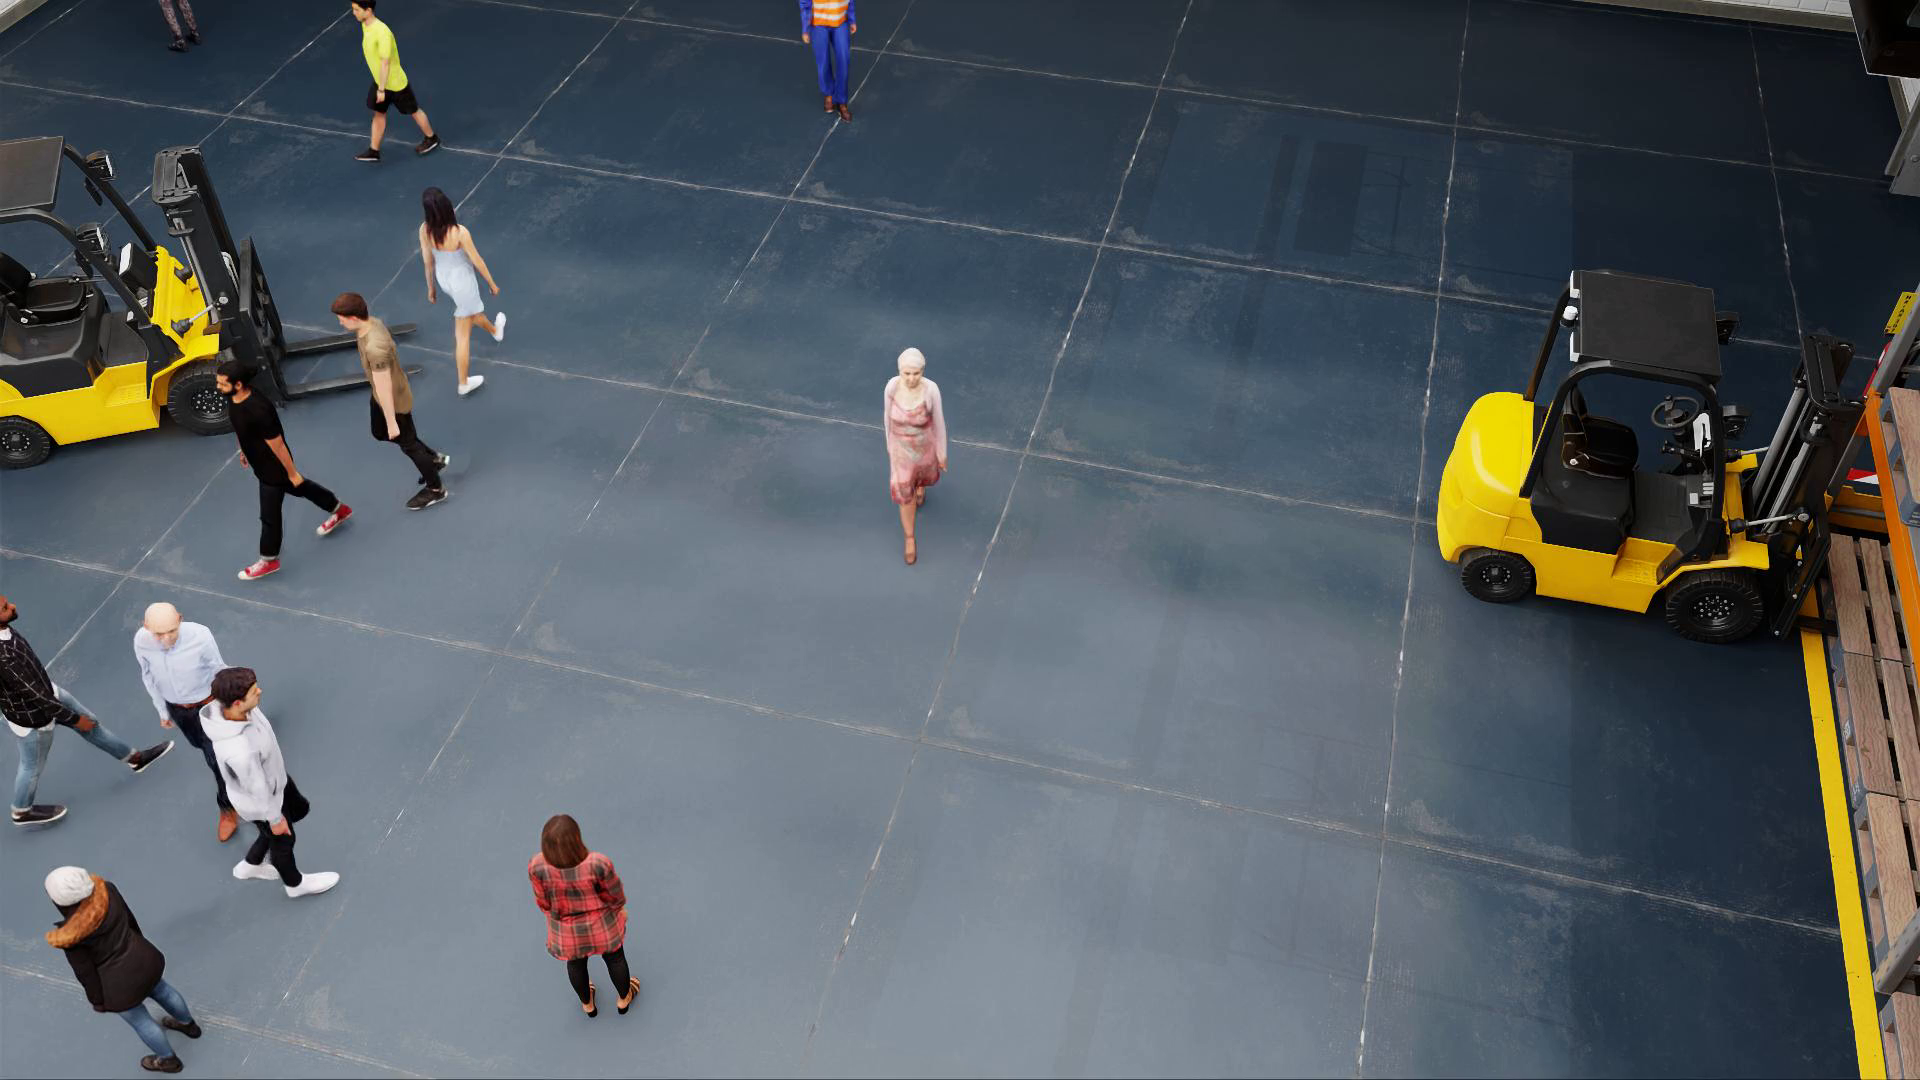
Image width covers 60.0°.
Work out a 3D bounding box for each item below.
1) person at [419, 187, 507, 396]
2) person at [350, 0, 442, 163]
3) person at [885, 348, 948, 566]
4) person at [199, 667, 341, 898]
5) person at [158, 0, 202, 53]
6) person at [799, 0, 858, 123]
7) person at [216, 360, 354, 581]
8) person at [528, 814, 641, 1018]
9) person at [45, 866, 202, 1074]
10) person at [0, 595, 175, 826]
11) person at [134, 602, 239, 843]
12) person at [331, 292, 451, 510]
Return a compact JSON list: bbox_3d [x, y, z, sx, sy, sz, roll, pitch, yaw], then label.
[{"bbox_3d":[-3.997,-1.918,13.085,0.652,1.677,1.137,13,45,13],"label":"person"},{"bbox_3d":[-5.304,-4.360,15.666,0.957,1.654,1.172,34,53,30],"label":"person"},{"bbox_3d":[-0.320,-0.723,11.851,0.765,1.650,1.146,2,44,2],"label":"person"},{"bbox_3d":[-4.038,1.440,9.394,0.985,1.907,0.928,-16,46,-16],"label":"person"},{"bbox_3d":[-8.295,-5.917,17.257,0.697,1.714,0.588,22,48,22],"label":"person"},{"bbox_3d":[-1.294,-5.070,16.271,0.881,1.846,0.959,-7,44,-7],"label":"person"},{"bbox_3d":[-4.745,-0.576,11.650,1.254,1.714,1.067,-31,52,-29],"label":"person"},{"bbox_3d":[-2.017,2.024,8.929,0.683,1.703,0.661,-3,44,-3],"label":"person"},{"bbox_3d":[-4.399,2.251,8.744,0.682,1.629,0.518,8,44,8],"label":"person"},{"bbox_3d":[-5.605,1.055,9.901,1.257,1.764,1.231,-20,47,-19],"label":"person"},{"bbox_3d":[-4.564,0.943,10.027,0.845,1.754,1.204,0,44,0],"label":"person"},{"bbox_3d":[-4.047,-1.054,12.068,0.988,1.828,0.918,-23,48,-22],"label":"person"}]
